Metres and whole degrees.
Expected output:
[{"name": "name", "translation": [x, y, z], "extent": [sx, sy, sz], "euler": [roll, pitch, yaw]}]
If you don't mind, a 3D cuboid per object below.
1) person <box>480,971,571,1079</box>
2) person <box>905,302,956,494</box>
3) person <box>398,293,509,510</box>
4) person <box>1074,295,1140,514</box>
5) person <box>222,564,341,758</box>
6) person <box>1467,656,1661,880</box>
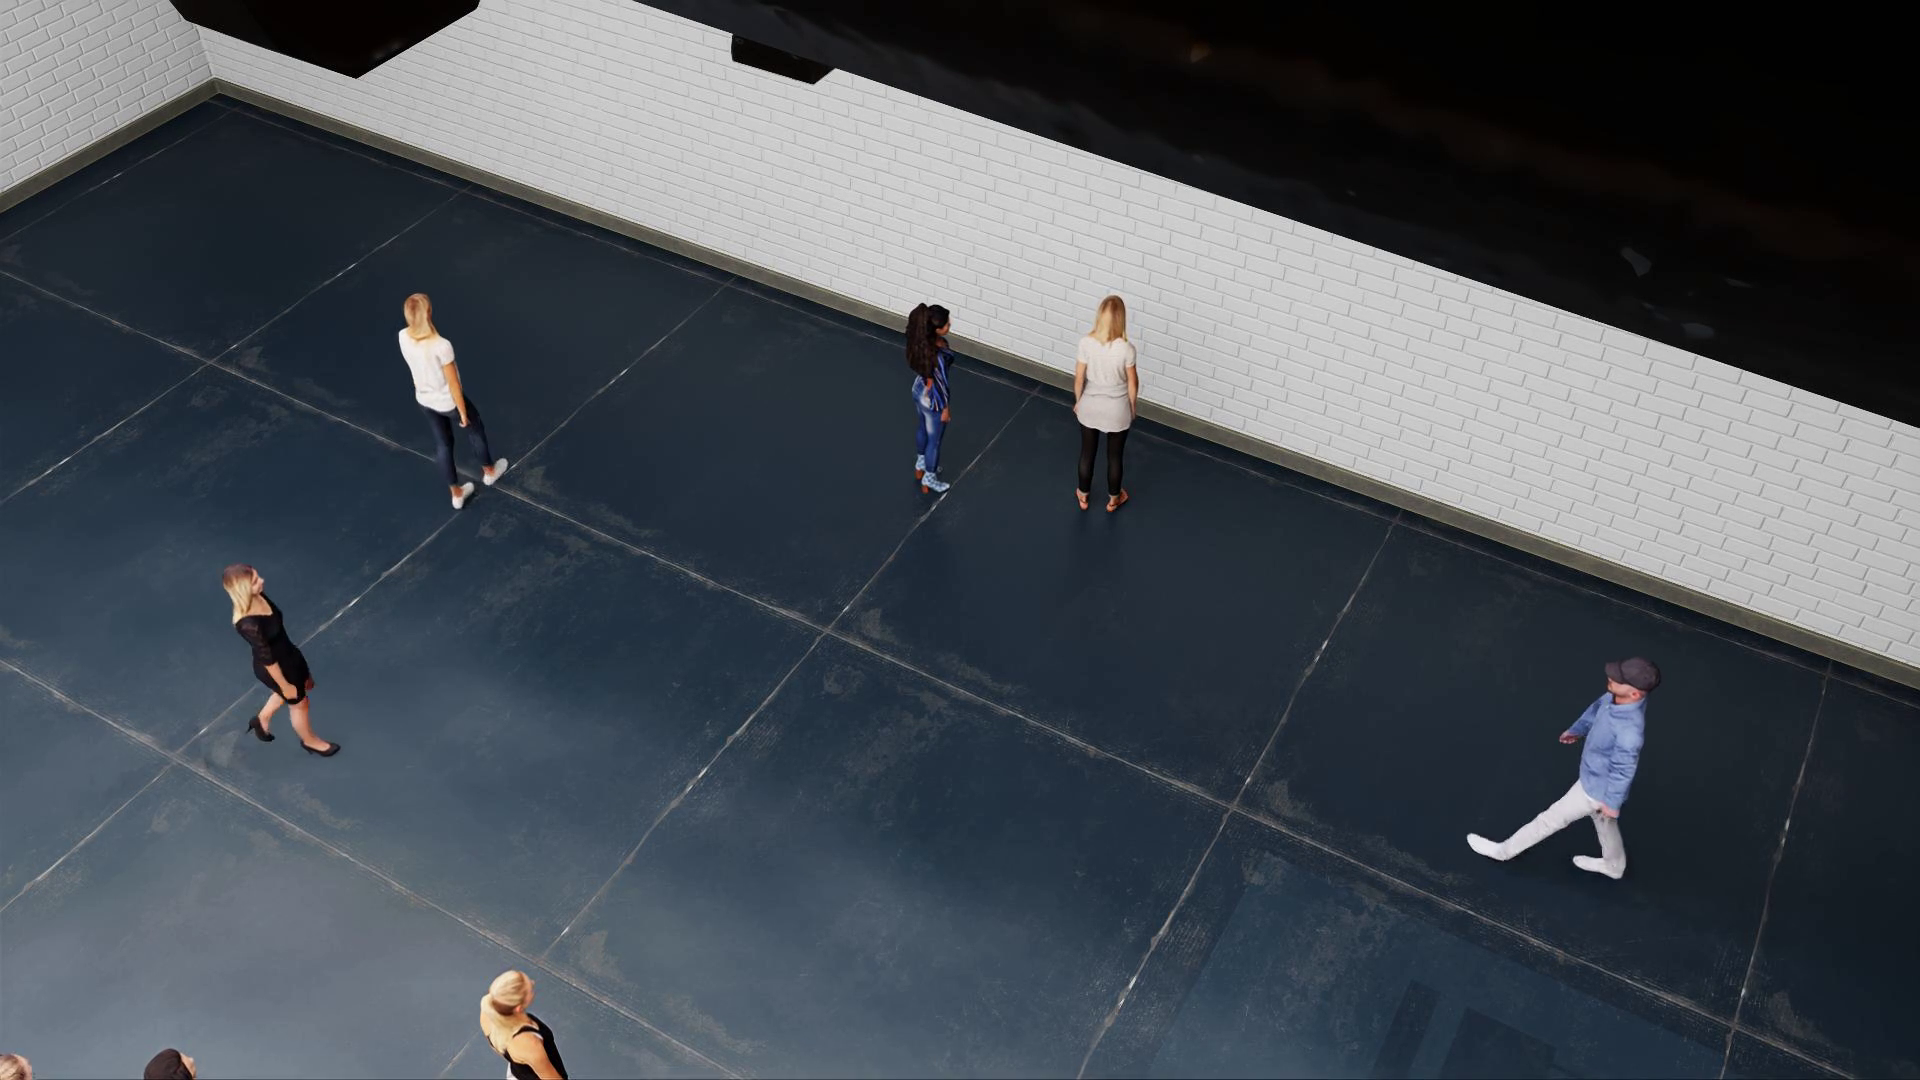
[{"name": "person", "translation": [-2.016, 2.603, 7.951], "extent": [0.637, 1.846, 0.578], "euler": [29, 51, 27]}, {"name": "person", "translation": [-0.204, -1.026, 11.923], "extent": [0.736, 1.622, 0.699], "euler": [-16, 46, -16]}, {"name": "person", "translation": [-3.678, -0.914, 11.684], "extent": [0.733, 1.790, 0.854], "euler": [13, 45, 14]}, {"name": "person", "translation": [1.018, -0.927, 11.673], "extent": [0.652, 1.823, 0.621], "euler": [9, 44, 10]}, {"name": "person", "translation": [-4.176, 0.774, 10.003], "extent": [0.848, 1.664, 0.793], "euler": [-9, 44, -10]}, {"name": "person", "translation": [3.674, 1.328, 9.295], "extent": [0.834, 1.839, 1.117], "euler": [16, 46, 16]}]
